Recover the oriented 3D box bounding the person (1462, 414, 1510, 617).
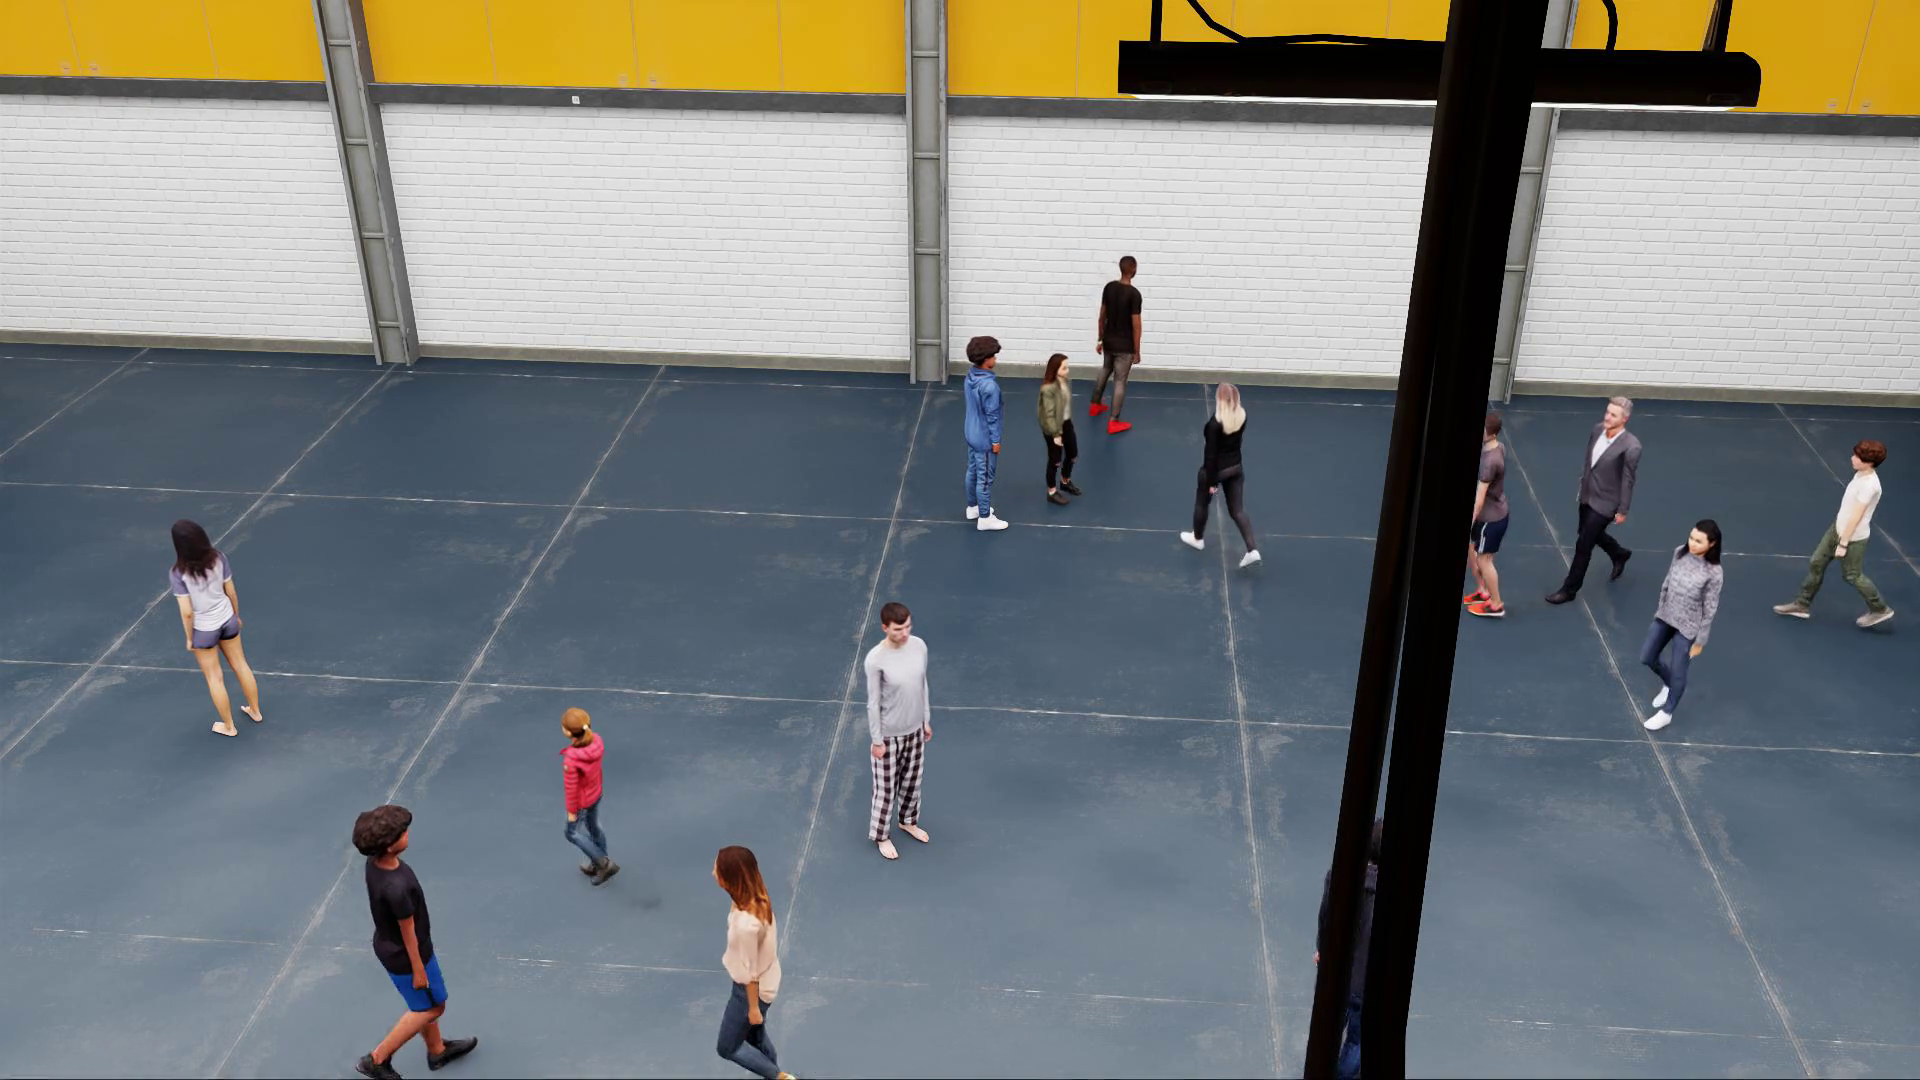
[{"bbox_3d":[4.316,-0.183,13.416,0.790,1.817,0.752,15,32,26],"label":"person"}]

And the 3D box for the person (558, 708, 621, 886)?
[{"bbox_3d":[-2.328,1.659,10.570,0.655,1.308,0.602,11,31,20],"label":"person"}]

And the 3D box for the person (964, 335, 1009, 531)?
[{"bbox_3d":[0.203,-0.965,14.861,0.737,1.804,0.748,-11,31,-20],"label":"person"}]

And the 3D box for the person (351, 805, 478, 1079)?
[{"bbox_3d":[-3.086,2.242,9.010,1.016,1.778,0.927,-16,33,-27],"label":"person"}]

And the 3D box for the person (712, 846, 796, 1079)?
[{"bbox_3d":[-1.009,2.357,8.799,0.658,1.779,0.643,-1,29,-1],"label":"person"}]

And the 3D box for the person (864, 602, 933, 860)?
[{"bbox_3d":[-0.410,1.210,10.829,0.687,1.847,0.755,-20,35,-33],"label":"person"}]

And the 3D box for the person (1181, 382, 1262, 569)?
[{"bbox_3d":[2.316,-0.529,14.222,1.135,1.652,1.102,-16,33,-27],"label":"person"}]

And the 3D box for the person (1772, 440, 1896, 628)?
[{"bbox_3d":[7.200,-0.006,13.297,1.143,1.619,0.707,7,29,12],"label":"person"}]

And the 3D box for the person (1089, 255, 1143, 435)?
[{"bbox_3d":[1.573,-1.978,16.734,0.901,1.789,0.840,-23,36,-35],"label":"person"}]

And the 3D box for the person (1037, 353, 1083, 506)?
[{"bbox_3d":[0.856,-1.036,15.338,0.747,1.472,0.704,20,34,32],"label":"person"}]

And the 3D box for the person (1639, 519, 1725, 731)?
[{"bbox_3d":[5.313,0.592,12.092,0.827,1.723,0.788,-13,31,-22],"label":"person"}]

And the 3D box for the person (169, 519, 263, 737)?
[{"bbox_3d":[-5.405,0.625,12.022,0.658,1.733,0.657,19,34,31],"label":"person"}]

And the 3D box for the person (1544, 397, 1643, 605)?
[{"bbox_3d":[5.338,-0.342,13.717,1.263,1.807,1.029,-10,30,-17],"label":"person"}]

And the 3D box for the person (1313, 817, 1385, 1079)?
[{"bbox_3d":[2.058,2.319,8.764,0.858,1.878,0.795,-23,36,-36],"label":"person"}]
